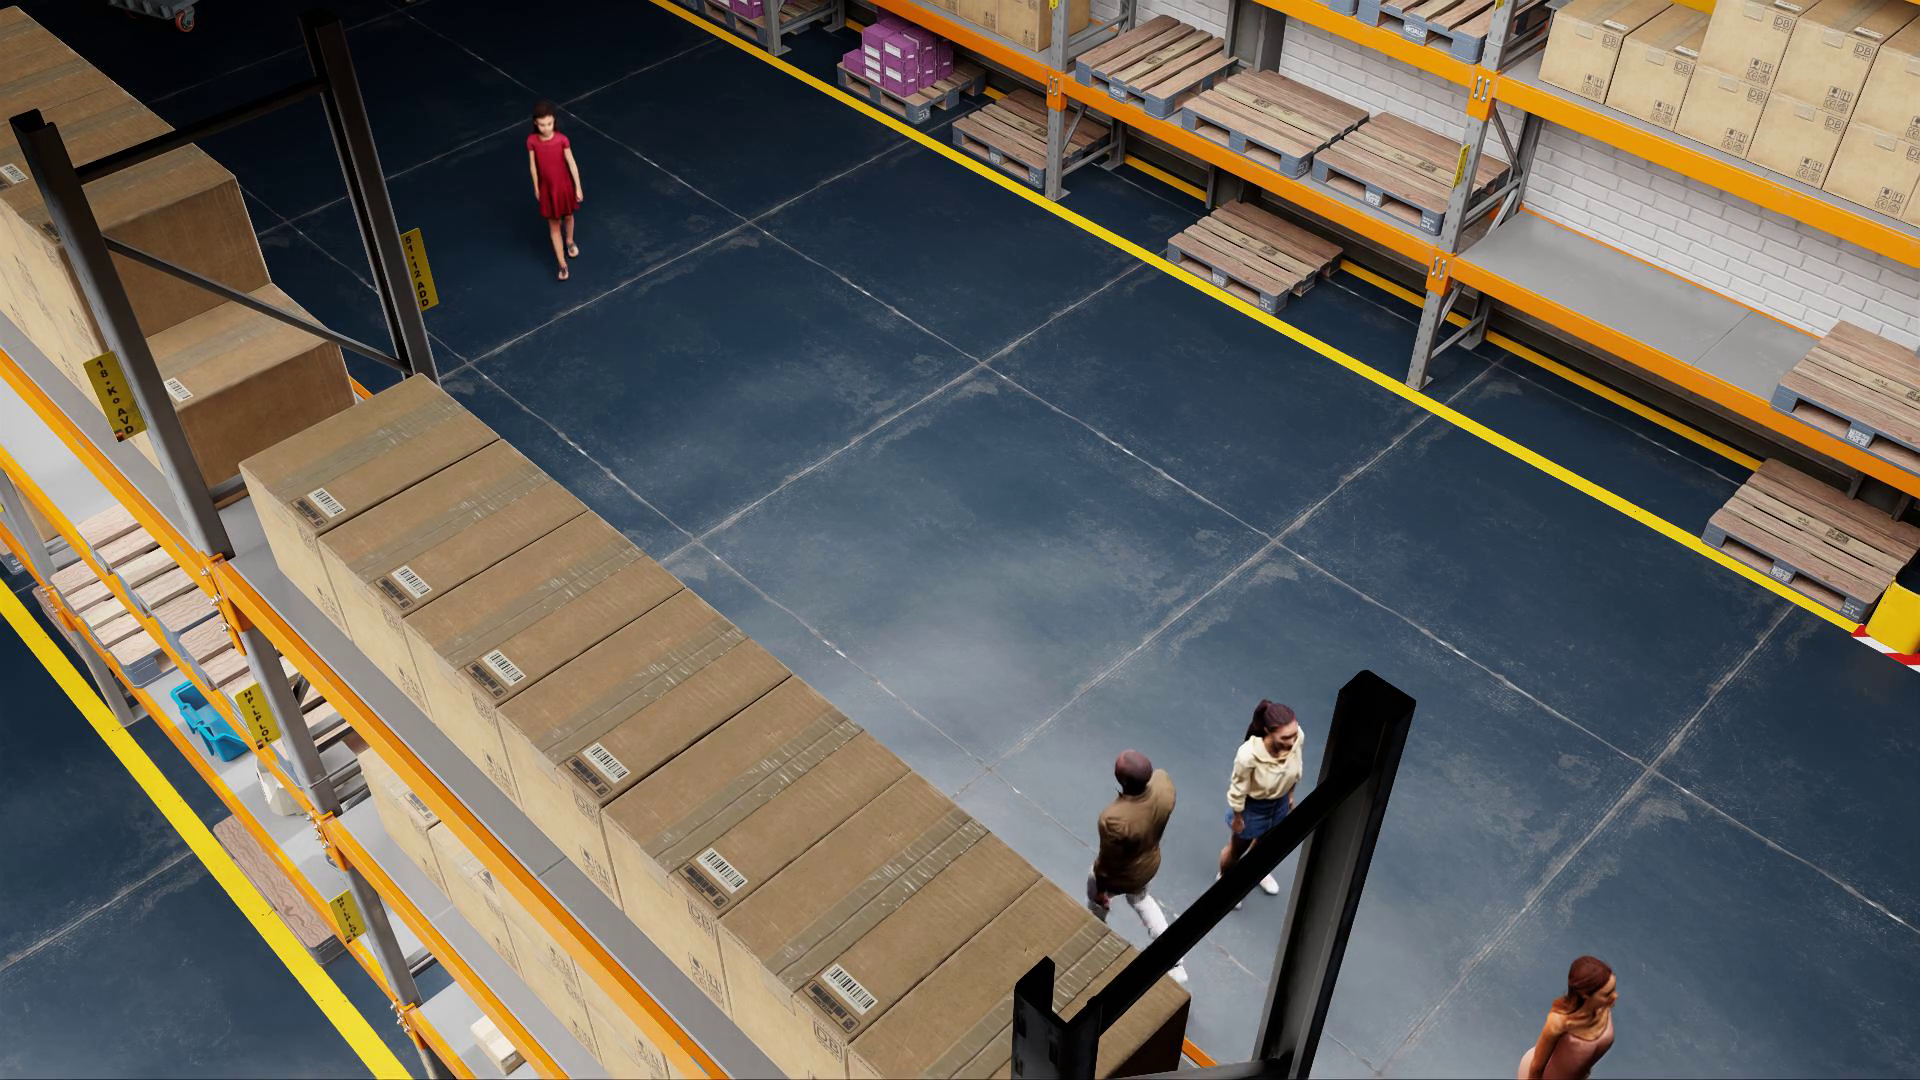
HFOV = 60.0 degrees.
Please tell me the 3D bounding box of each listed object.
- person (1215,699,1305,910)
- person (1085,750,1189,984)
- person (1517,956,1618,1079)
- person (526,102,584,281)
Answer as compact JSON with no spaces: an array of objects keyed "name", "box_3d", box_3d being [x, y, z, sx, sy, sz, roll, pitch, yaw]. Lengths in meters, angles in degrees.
[{"name":"person","box_3d":[1.709,1.481,9.467,0.692,1.630,0.649,-21,47,-20]},{"name":"person","box_3d":[0.960,1.802,9.012,0.757,1.793,1.093,-32,52,-29]},{"name":"person","box_3d":[2.902,2.596,8.153,0.631,1.829,0.592,-21,48,-21]},{"name":"person","box_3d":[-3.481,-3.090,14.339,0.825,1.528,0.981,-10,44,-10]}]
